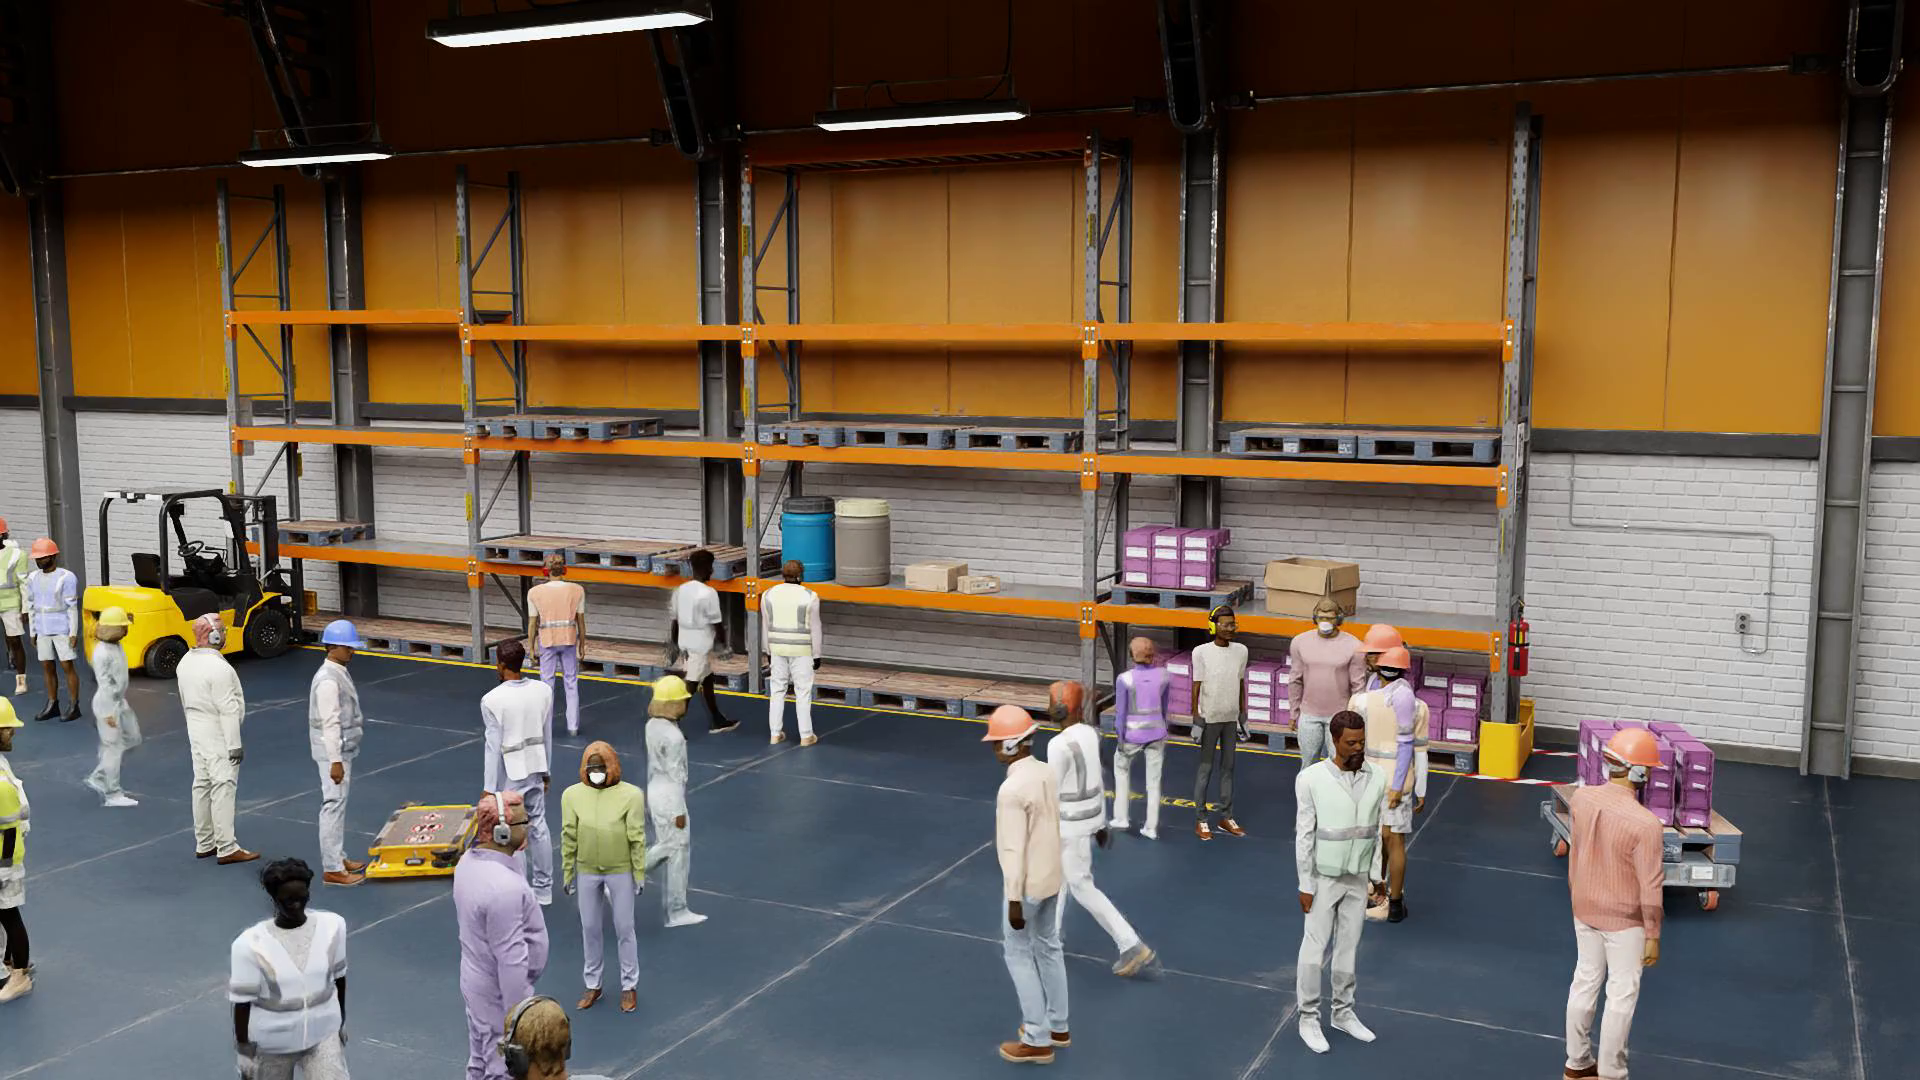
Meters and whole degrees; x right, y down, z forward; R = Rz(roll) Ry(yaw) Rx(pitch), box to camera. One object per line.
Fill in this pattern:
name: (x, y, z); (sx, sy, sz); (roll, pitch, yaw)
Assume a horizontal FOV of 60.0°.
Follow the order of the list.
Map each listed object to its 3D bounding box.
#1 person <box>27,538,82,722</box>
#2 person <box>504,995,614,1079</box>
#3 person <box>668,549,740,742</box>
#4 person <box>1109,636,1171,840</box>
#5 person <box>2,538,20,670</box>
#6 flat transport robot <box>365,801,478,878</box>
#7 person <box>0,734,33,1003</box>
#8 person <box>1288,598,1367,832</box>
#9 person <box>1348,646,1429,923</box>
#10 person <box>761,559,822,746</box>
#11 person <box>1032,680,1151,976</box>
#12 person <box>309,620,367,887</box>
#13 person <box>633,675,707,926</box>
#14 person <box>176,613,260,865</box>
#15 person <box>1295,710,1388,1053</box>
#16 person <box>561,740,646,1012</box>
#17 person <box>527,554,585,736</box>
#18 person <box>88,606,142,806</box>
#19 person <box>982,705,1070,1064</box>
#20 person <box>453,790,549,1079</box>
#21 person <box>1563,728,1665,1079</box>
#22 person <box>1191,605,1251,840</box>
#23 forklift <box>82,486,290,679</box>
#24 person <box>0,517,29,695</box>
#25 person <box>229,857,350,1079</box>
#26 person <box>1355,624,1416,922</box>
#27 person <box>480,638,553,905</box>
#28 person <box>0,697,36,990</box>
person: (-9.450, 0.934, 17.305); (0.545, 1.931, 0.387); (1, 7, 8)
person: (-1.300, 2.392, 5.285); (0.380, 1.928, 0.636); (4, 8, 30)
person: (-2.614, 1.043, 16.492); (0.989, 1.913, 0.590); (-6, 9, -40)
person: (1.431, 1.567, 13.361); (0.506, 1.616, 0.615); (-2, 7, -17)
person: (-11.570, 0.608, 19.953); (0.545, 1.938, 0.359); (-4, 8, -28)
flat transport robot: (-4.113, 2.293, 12.860); (0.652, 0.197, 1.431); (-1, 7, -8)
person: (-5.832, 1.929, 10.020); (0.540, 1.696, 0.317); (6, 9, 40)
person: (2.939, 1.414, 13.345); (0.628, 1.933, 0.369); (4, 8, 27)
person: (2.921, 1.654, 11.388); (0.548, 1.924, 0.387); (2, 7, 19)
person: (-1.637, 1.102, 16.337); (0.621, 1.835, 0.431); (2, 7, 17)
person: (0.787, 1.802, 10.480); (0.919, 1.853, 0.572); (3, 7, 22)
person: (-4.543, 1.547, 12.173); (0.403, 1.942, 0.608); (-2, 7, -15)
person: (-2.040, 1.771, 11.230); (0.543, 1.730, 0.488); (-4, 8, -29)
person: (-5.650, 1.504, 12.660); (0.643, 1.913, 0.410); (5, 9, 37)
person: (2.143, 1.895, 9.399); (0.589, 1.920, 0.399); (-3, 8, -24)
person: (-2.110, 1.984, 9.873); (0.502, 1.626, 0.292); (0, 7, 1)
person: (-4.014, 1.065, 16.595); (0.561, 1.837, 0.388); (-3, 7, -23)
person: (-7.200, 1.418, 14.141); (0.388, 1.729, 0.489); (-1, 7, -7)
person: (0.356, 1.890, 9.253); (0.476, 1.969, 0.652); (4, 8, 28)
person: (-2.110, 2.102, 7.735); (0.400, 1.910, 0.643); (-4, 8, -30)
person: (3.433, 1.953, 8.685); (0.410, 1.981, 0.626); (-3, 7, -22)
person: (2.086, 1.447, 13.286); (0.518, 1.876, 0.326); (-3, 7, -21)
forklift: (-9.426, 0.454, 20.179); (1.214, 2.155, 2.313); (3, 8, 26)
person: (-10.680, 0.738, 18.502); (0.607, 2.036, 0.412); (-1, 7, -11)
person: (-3.072, 2.239, 7.618); (0.538, 1.662, 0.843); (-5, 9, -37)
person: (2.888, 1.586, 11.440); (0.373, 2.043, 0.615); (-1, 7, -9)
person: (-3.059, 1.635, 11.547); (0.375, 1.917, 0.592); (4, 8, 32)
person: (-5.891, 1.856, 10.148); (0.403, 1.818, 0.601); (-4, 8, -31)
